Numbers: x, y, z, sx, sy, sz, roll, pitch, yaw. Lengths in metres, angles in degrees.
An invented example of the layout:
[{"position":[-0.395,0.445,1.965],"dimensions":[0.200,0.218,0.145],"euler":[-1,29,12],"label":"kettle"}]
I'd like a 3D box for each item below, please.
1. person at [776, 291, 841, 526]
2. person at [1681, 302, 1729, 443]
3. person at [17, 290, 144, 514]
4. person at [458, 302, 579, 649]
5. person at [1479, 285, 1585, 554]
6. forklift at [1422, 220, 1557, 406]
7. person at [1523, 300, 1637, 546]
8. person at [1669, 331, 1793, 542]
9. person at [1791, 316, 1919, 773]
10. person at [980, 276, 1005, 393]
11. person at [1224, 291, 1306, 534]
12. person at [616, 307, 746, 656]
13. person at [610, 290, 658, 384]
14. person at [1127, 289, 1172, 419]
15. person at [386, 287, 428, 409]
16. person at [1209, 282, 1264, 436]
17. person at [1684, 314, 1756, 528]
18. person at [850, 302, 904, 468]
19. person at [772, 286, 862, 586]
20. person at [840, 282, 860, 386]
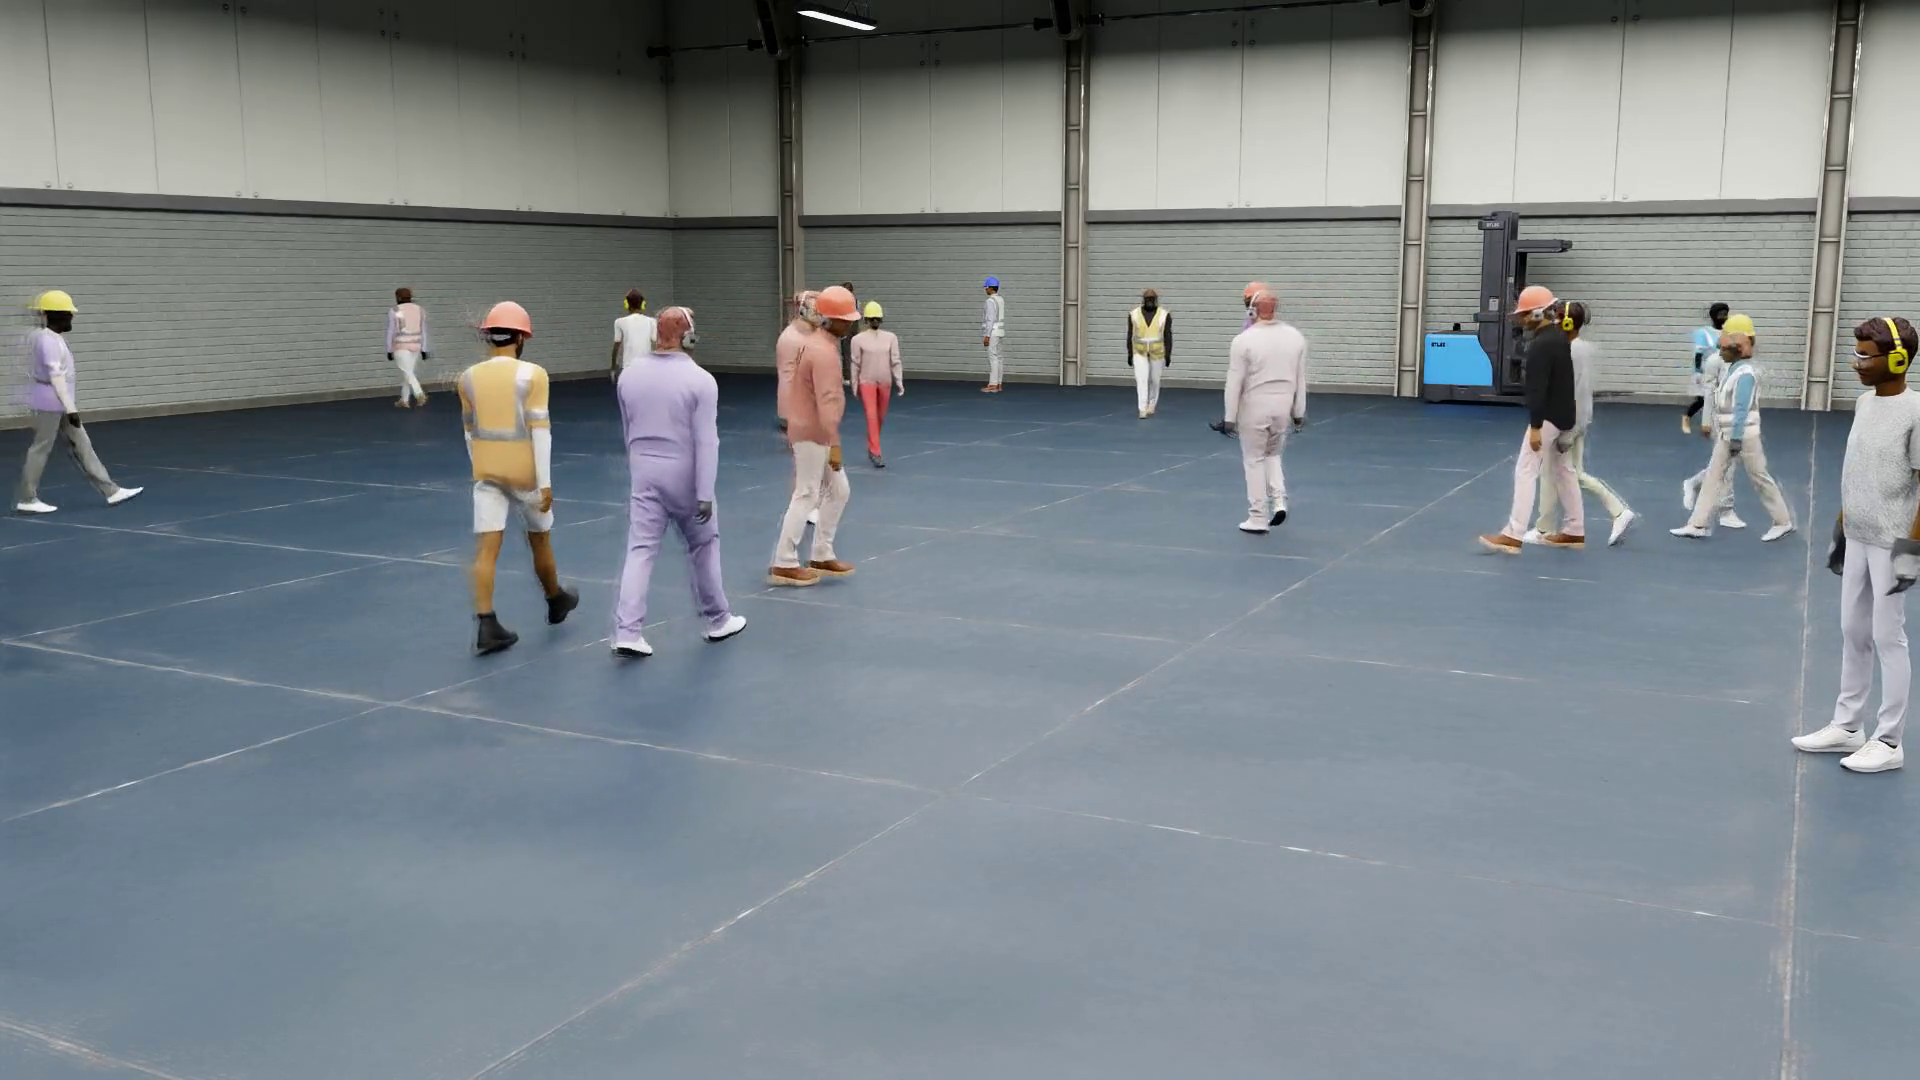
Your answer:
[{"position":[-1.164,-1.055,13.418],"dimensions":[0.584,1.889,0.648],"euler":[3,10,16],"label":"person"},{"position":[8.966,-2.007,19.888],"dimensions":[0.540,1.680,0.646],"euler":[-1,9,-8],"label":"person"},{"position":[-7.568,-1.168,14.119],"dimensions":[1.004,1.868,0.606],"euler":[-3,10,-19],"label":"person"},{"position":[-2.483,-0.379,9.267],"dimensions":[0.561,1.867,1.033],"euler":[2,9,11],"label":"person"},{"position":[4.251,-0.881,12.174],"dimensions":[0.535,1.953,0.786],"euler":[7,12,38],"label":"person"},{"position":[8.245,-3.527,25.720],"dimensions":[1.873,2.768,1.129],"euler":[5,10,27],"label":"forklift"},{"position":[4.605,-0.856,12.371],"dimensions":[0.794,1.837,0.528],"euler":[7,12,38],"label":"person"},{"position":[5.964,-0.790,12.671],"dimensions":[0.875,1.595,0.532],"euler":[1,9,7],"label":"person"},{"position":[3.775,0.015,6.872],"dimensions":[0.327,1.865,0.517],"euler":[-1,9,-6],"label":"person"},{"position":[0.564,-3.484,28.190],"dimensions":[0.384,1.949,0.605],"euler":[3,10,19],"label":"person"},{"position":[2.362,-1.002,13.051],"dimensions":[0.680,1.887,0.435],"euler":[-3,10,-21],"label":"person"},{"position":[-1.551,-0.319,8.956],"dimensions":[0.651,1.861,0.987],"euler":[4,10,22],"label":"person"},{"position":[-3.793,-1.994,19.391],"dimensions":[0.551,1.817,0.961],"euler":[-4,10,-23],"label":"person"},{"position":[2.667,-2.635,23.436],"dimensions":[0.637,1.809,0.917],"euler":[1,9,7],"label":"person"},{"position":[-8.201,-2.852,24.726],"dimensions":[0.869,1.816,0.632],"euler":[7,11,35],"label":"person"},{"position":[3.594,-2.213,20.501],"dimensions":[0.996,1.889,0.546],"euler":[7,12,37],"label":"person"},{"position":[6.209,-0.990,13.567],"dimensions":[0.487,1.709,0.712],"euler":[-4,10,-21],"label":"person"},{"position":[-0.900,-1.663,17.645],"dimensions":[0.523,1.726,0.898],"euler":[-4,10,-22],"label":"person"},{"position":[-0.937,-0.668,10.811],"dimensions":[0.671,1.944,0.638],"euler":[0,9,-1],"label":"person"},{"position":[-2.011,-3.692,29.817],"dimensions":[0.376,1.832,0.561],"euler":[6,11,34],"label":"person"}]
